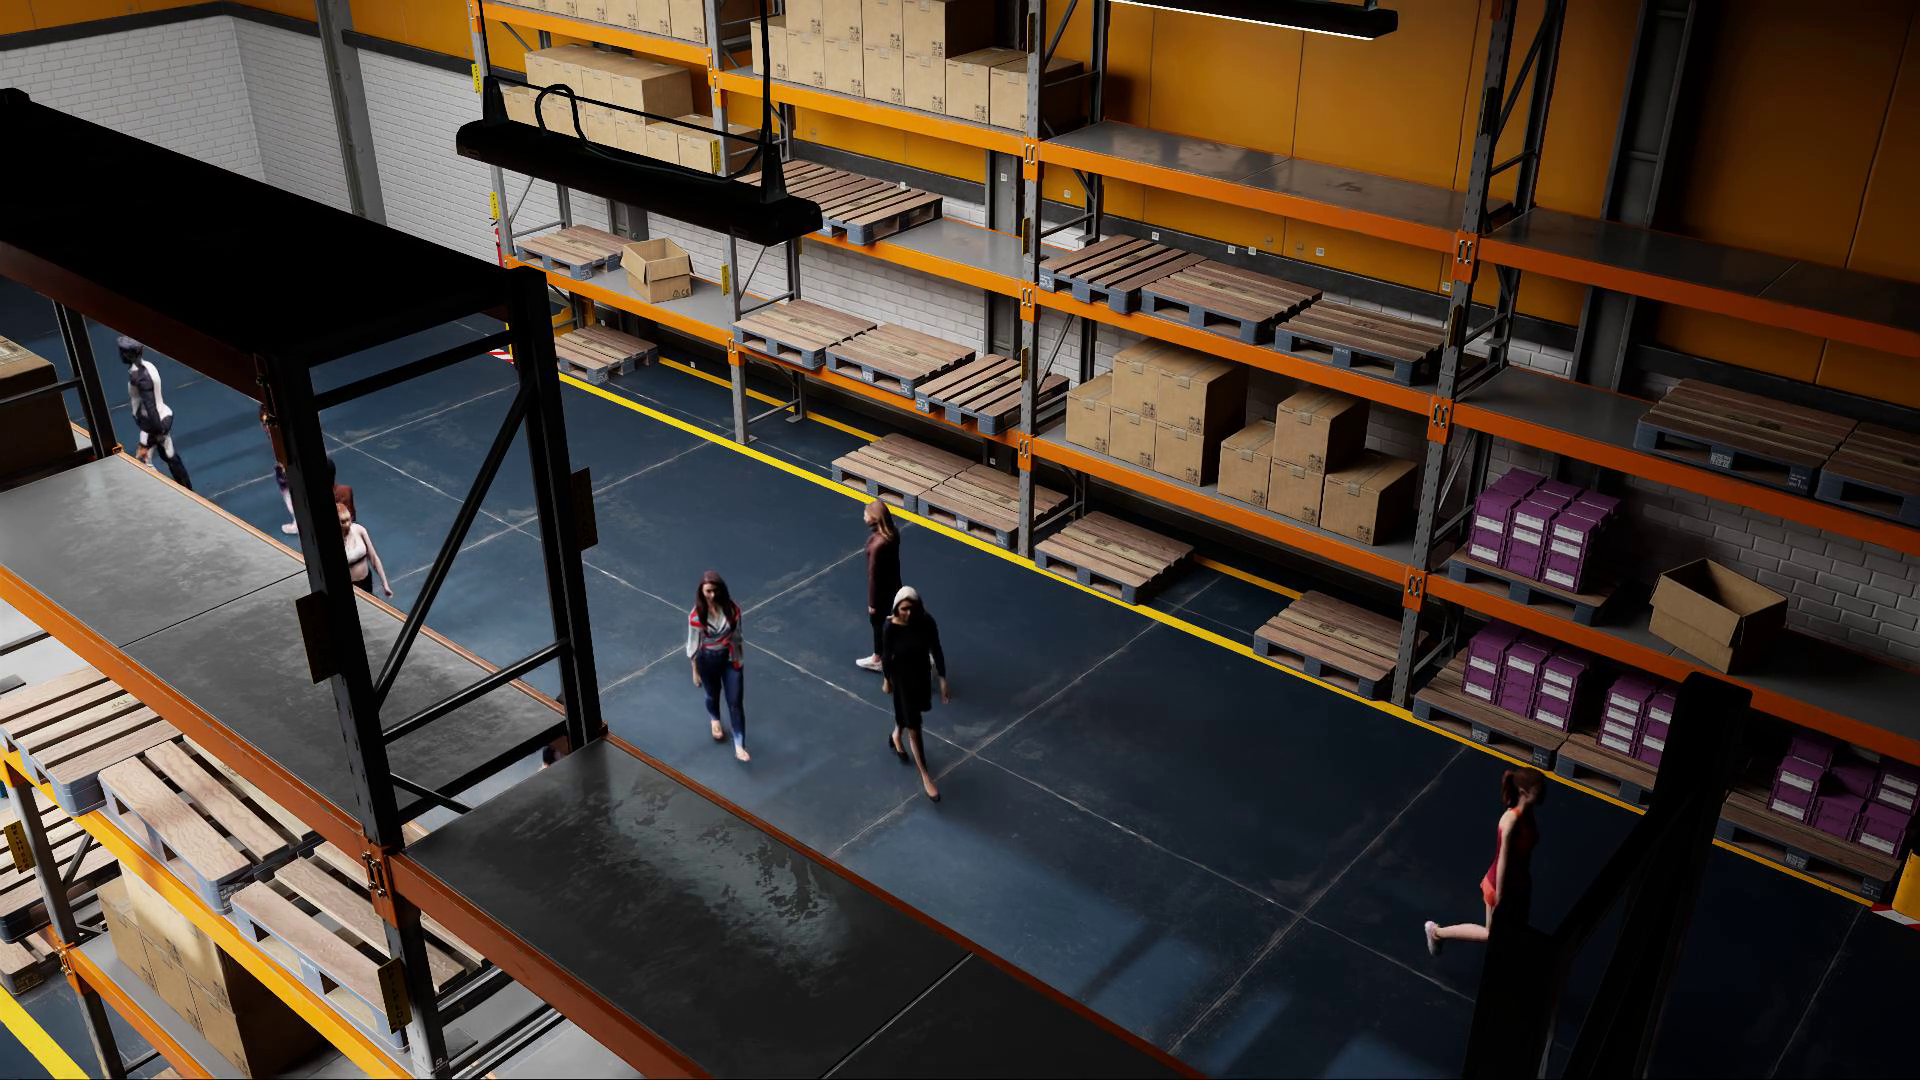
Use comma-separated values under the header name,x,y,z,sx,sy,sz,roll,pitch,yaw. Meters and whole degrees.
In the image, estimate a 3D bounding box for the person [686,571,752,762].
name,x,y,z,sx,sy,sz,roll,pitch,yaw
person,-1.936,0.924,13.194,0.928,1.580,1.082,-9,30,-17

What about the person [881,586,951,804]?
name,x,y,z,sx,sy,sz,roll,pitch,yaw
person,-0.410,1.079,12.790,0.928,1.695,1.244,-13,31,-23

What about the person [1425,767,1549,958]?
name,x,y,z,sx,sy,sz,roll,pitch,yaw
person,3.449,2.185,10.722,0.963,1.734,0.570,21,35,33

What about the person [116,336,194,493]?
name,x,y,z,sx,sy,sz,roll,pitch,yaw
person,-8.002,-1.165,16.717,0.964,1.873,0.889,-10,30,-18

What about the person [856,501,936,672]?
name,x,y,z,sx,sy,sz,roll,pitch,yaw
person,-0.553,0.461,13.940,1.088,1.678,0.858,10,30,18
